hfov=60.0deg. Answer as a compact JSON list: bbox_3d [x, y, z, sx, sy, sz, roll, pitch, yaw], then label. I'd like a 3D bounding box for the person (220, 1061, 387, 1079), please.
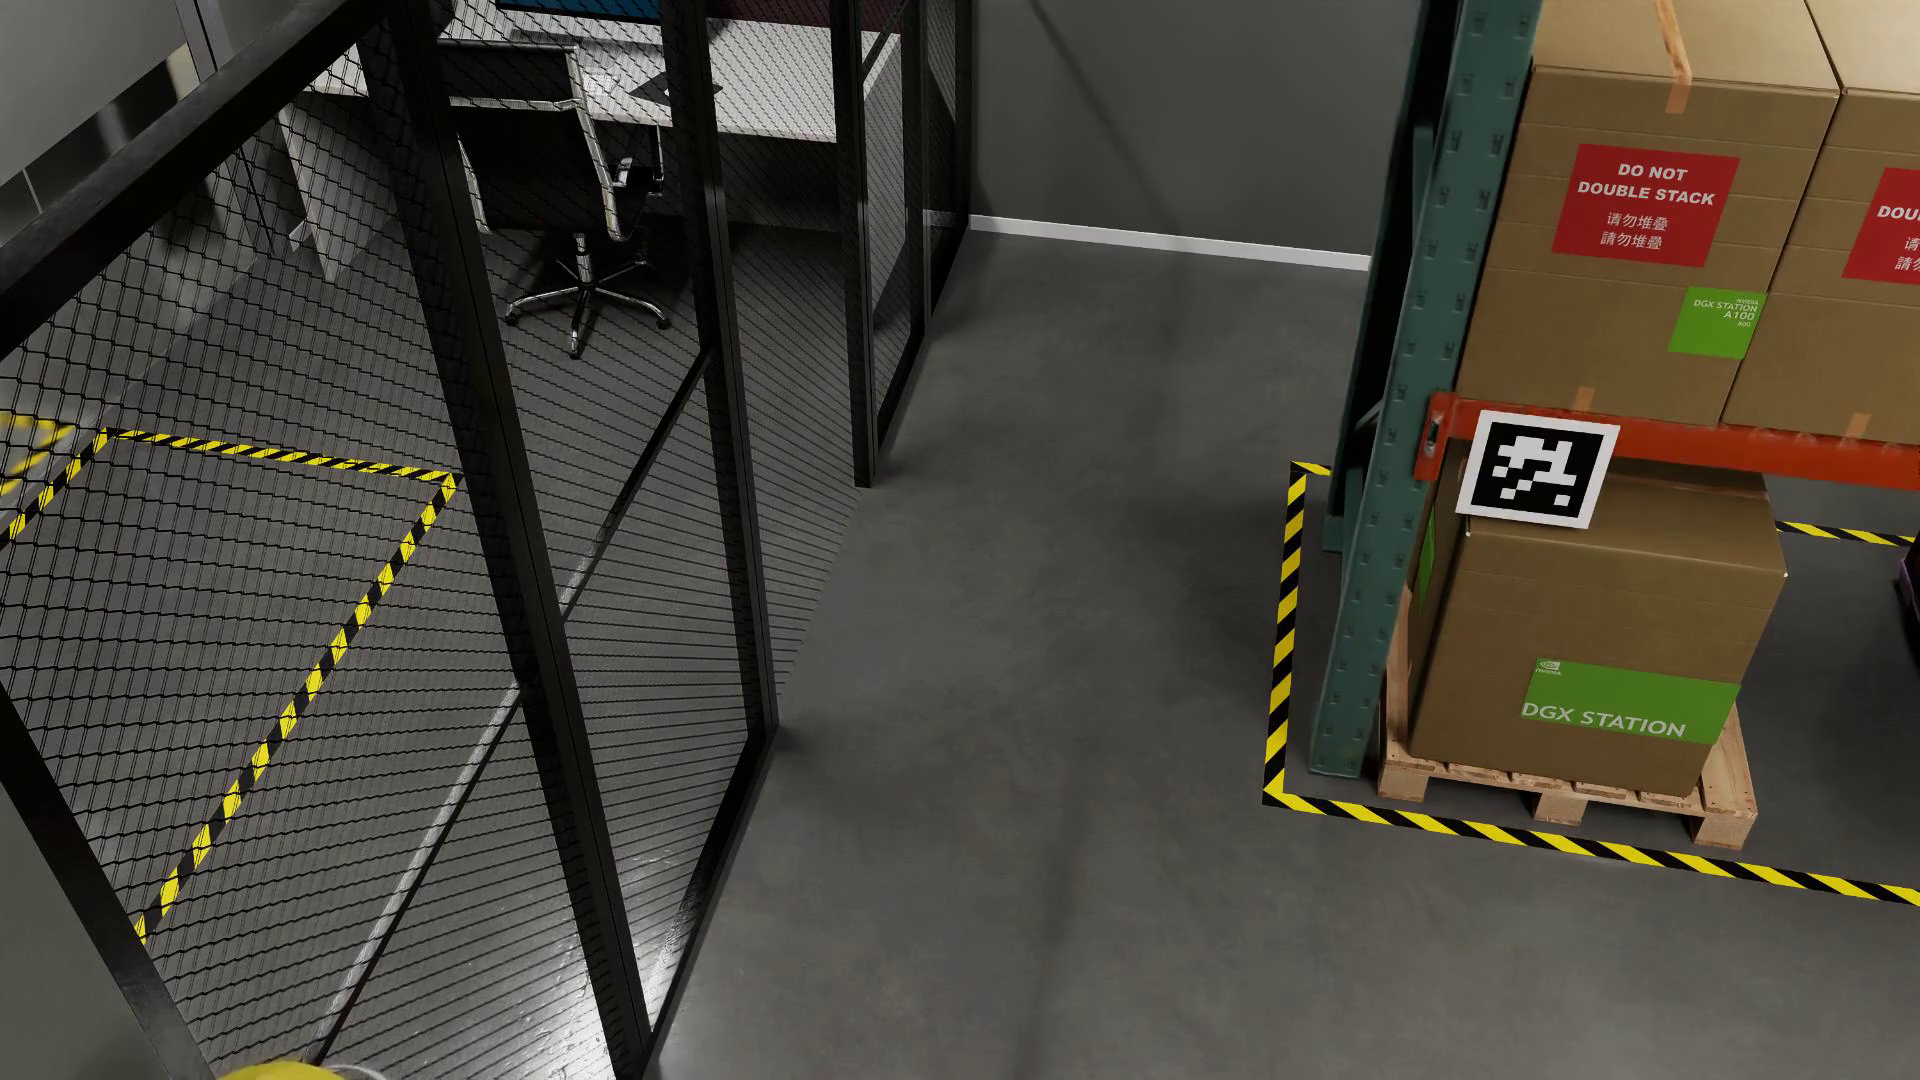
[{"bbox_3d":[-0.678,1.229,2.162,0.603,1.830,0.404,13,43,14],"label":"person"}]
